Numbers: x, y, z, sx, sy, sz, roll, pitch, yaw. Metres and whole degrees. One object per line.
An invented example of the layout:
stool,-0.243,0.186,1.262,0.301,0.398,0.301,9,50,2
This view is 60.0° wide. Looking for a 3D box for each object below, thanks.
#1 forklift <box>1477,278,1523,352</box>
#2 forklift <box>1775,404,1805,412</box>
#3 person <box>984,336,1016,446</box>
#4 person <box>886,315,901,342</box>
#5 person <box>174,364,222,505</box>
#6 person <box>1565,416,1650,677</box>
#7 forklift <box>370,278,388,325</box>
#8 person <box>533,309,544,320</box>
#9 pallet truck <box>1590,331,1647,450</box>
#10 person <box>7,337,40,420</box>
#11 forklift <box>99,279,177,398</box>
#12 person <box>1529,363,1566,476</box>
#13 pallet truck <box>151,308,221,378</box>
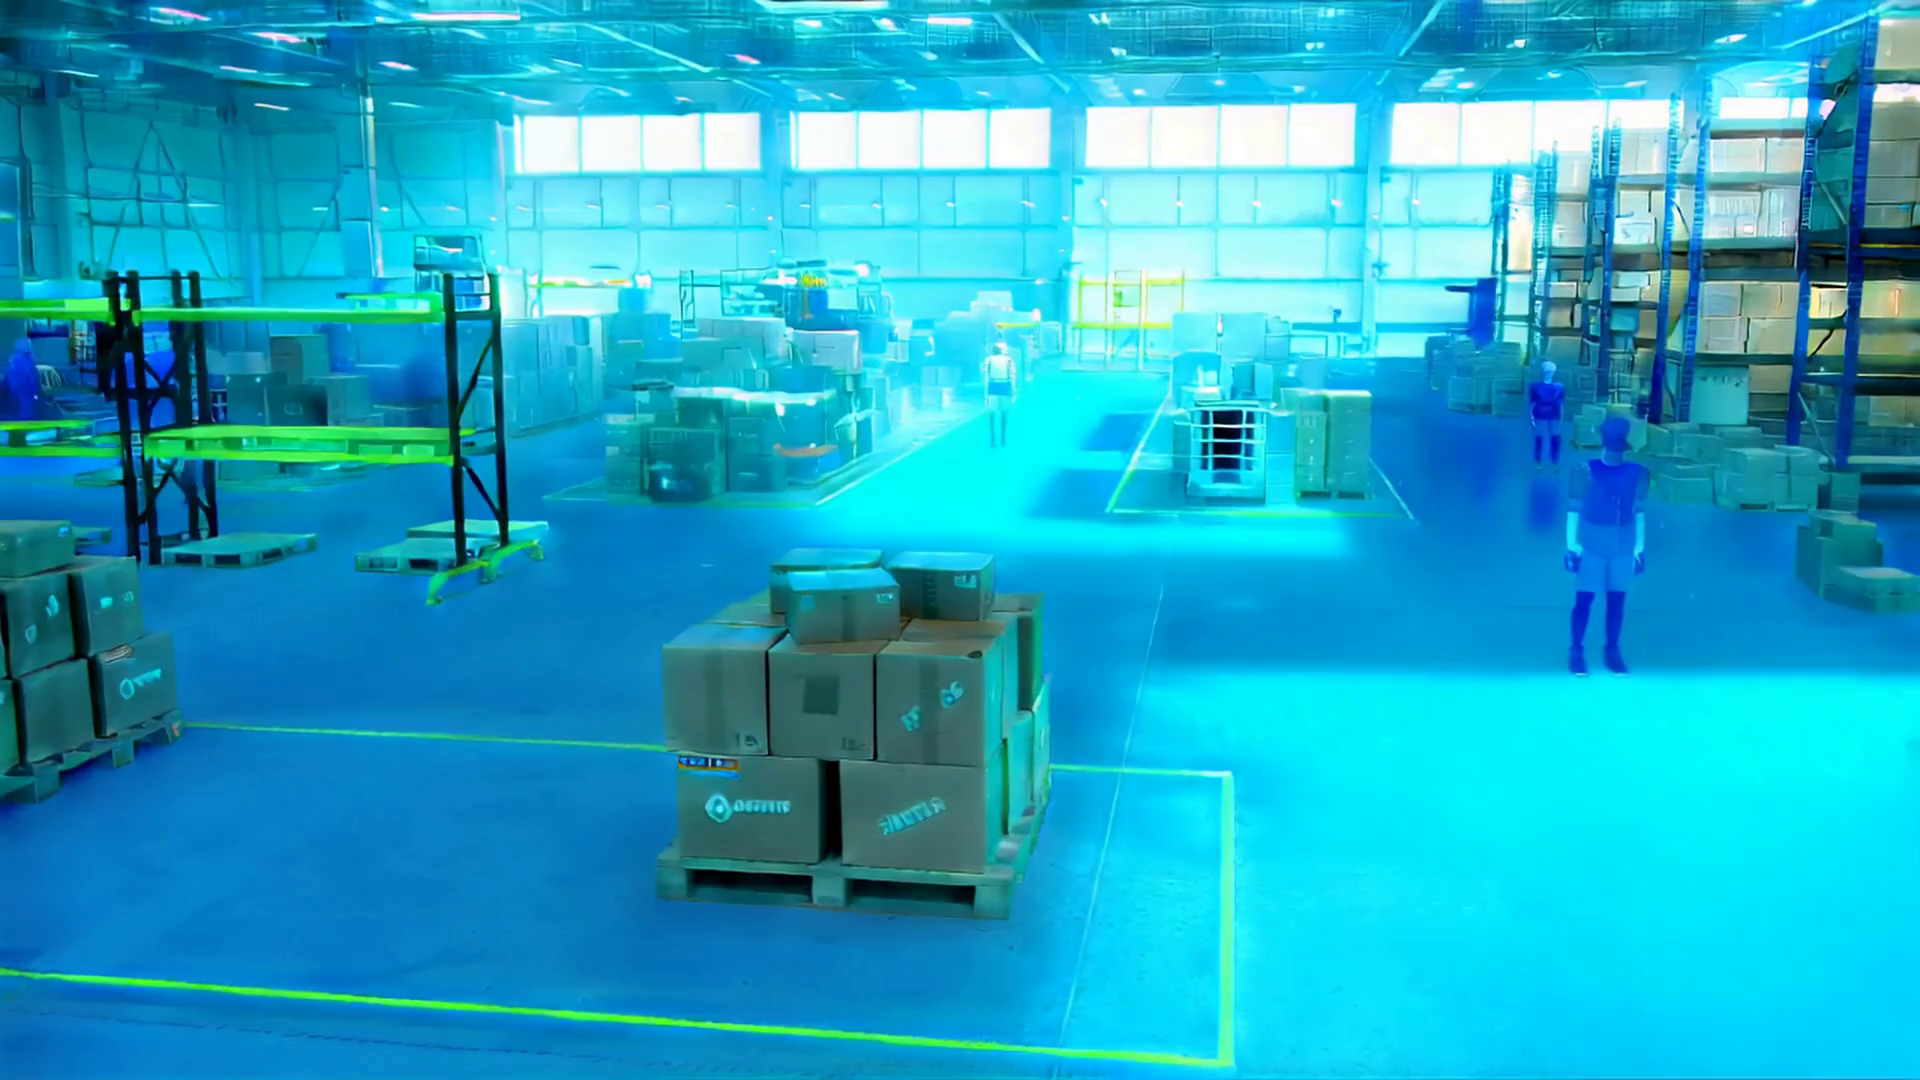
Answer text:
forklift,14.032,-5.601,44.456,1.873,2.768,1.129,1,9,9
forklift,18.518,-4.217,35.925,1.129,2.768,1.873,1,9,9
person,0.684,-2.547,28.578,0.557,1.917,0.609,0,9,1
person,-1.691,-4.724,42.007,0.392,1.920,0.592,-5,10,-28
person,-9.949,-1.382,21.682,0.515,1.820,0.637,5,10,26
person,4.822,0.053,12.399,0.614,1.963,0.361,0,9,-2
forklift,-15.269,-5.496,43.813,1.873,2.768,1.129,-3,10,-17
person,-11.969,-5.618,47.458,0.627,1.940,0.373,3,10,17
pallet truck,11.253,-2.573,28.499,0.823,1.965,1.885,5,10,27
person,-15.847,-2.459,28.063,0.637,1.920,0.827,7,11,35
forklift,-19.606,-4.720,39.027,1.873,2.768,1.129,1,9,9
person,8.695,-1.777,24.605,0.538,1.674,0.737,2,9,10
pallet truck,-21.869,-5.598,47.154,0.823,1.965,1.885,4,10,26
